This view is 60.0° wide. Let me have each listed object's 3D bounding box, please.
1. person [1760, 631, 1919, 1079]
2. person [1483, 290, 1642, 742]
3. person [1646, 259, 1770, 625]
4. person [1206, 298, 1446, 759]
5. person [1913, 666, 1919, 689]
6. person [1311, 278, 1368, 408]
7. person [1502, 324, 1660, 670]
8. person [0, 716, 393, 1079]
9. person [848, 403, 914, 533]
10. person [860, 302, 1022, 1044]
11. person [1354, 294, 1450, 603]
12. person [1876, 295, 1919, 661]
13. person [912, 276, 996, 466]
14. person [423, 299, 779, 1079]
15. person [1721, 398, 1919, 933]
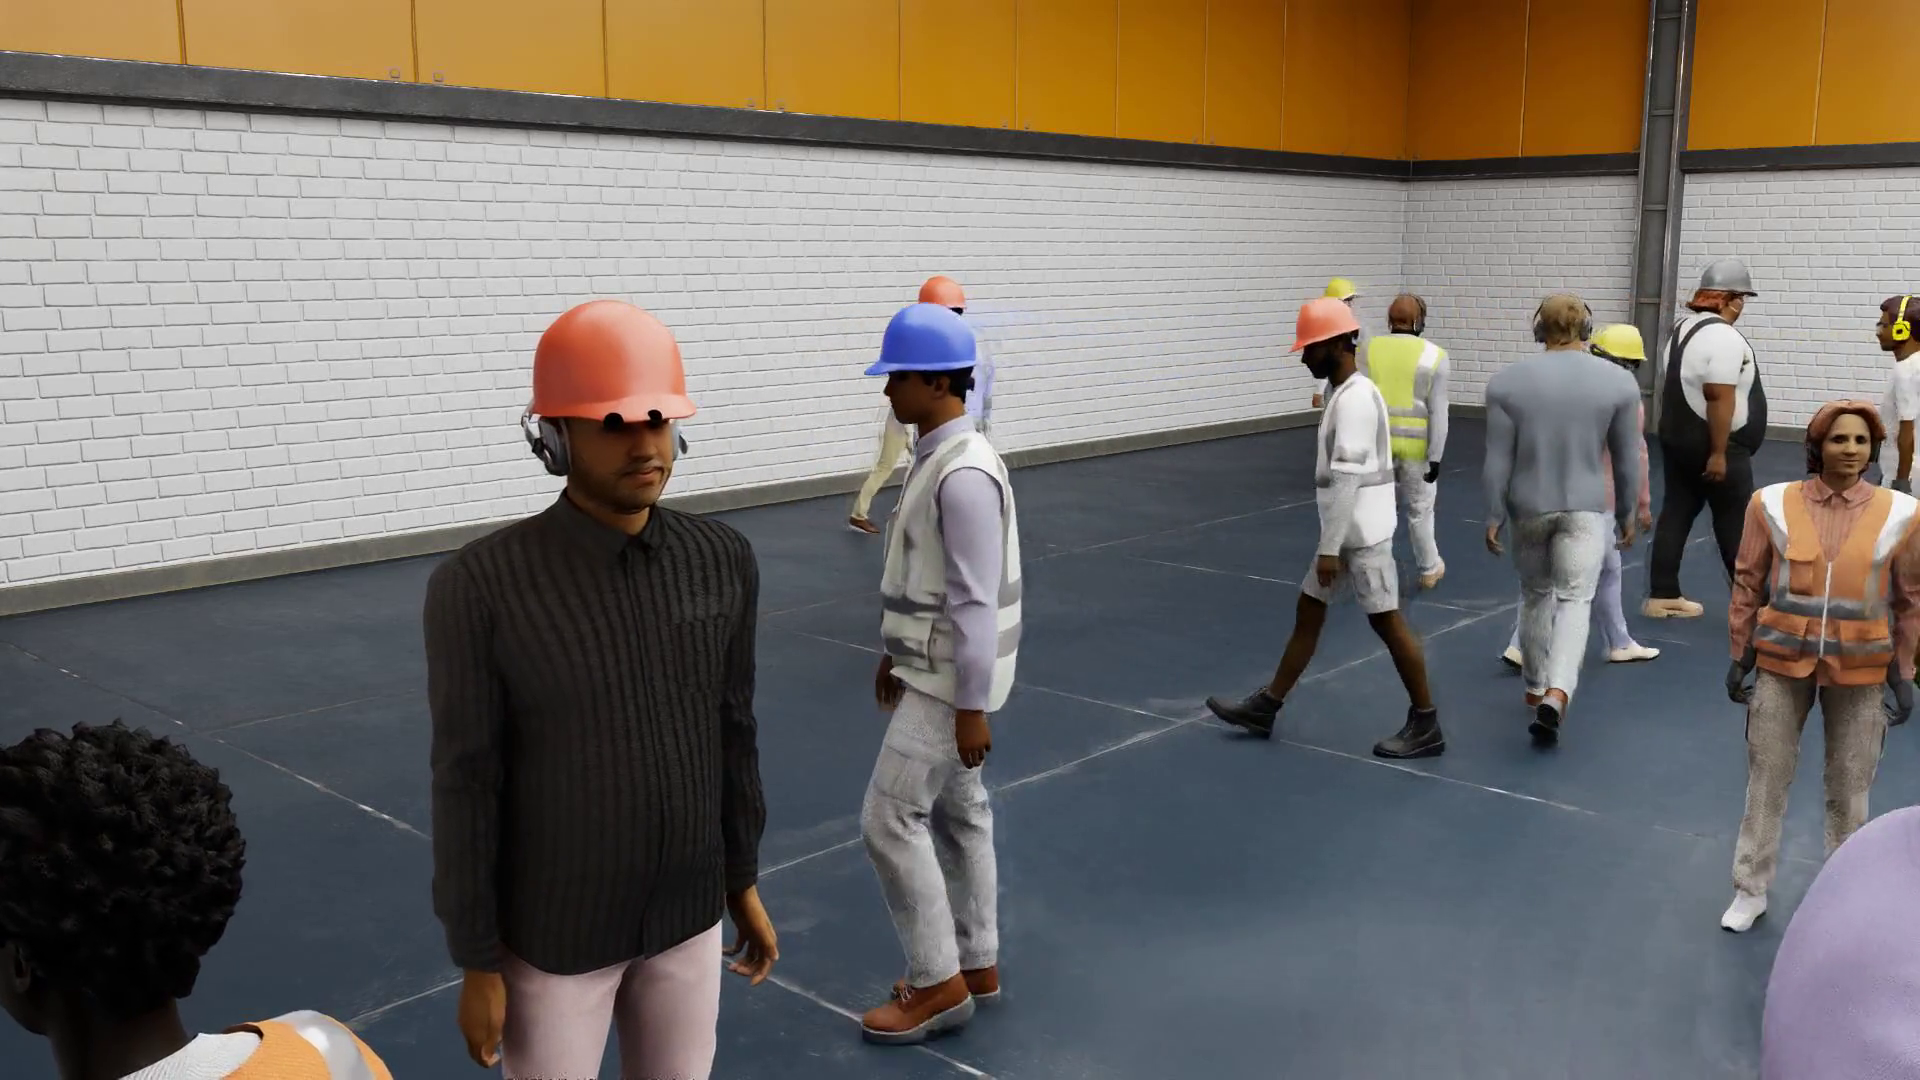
[{"bbox_3d":[0.782,0.896,1.409,1.012,1.899,0.640,5,11,25],"label":"person"},{"bbox_3d":[2.554,-0.108,7.113,0.644,1.909,0.913,4,11,22],"label":"person"},{"bbox_3d":[4.264,-0.551,9.217,0.807,2.000,0.705,0,10,-2],"label":"person"},{"bbox_3d":[1.547,-0.043,6.809,1.013,1.863,0.632,1,10,8],"label":"person"},{"bbox_3d":[4.596,-0.089,7.430,0.505,1.754,0.528,4,11,23],"label":"person"},{"bbox_3d":[3.230,-1.320,14.226,0.417,1.818,0.592,7,12,36],"label":"person"},{"bbox_3d":[3.056,-0.188,8.092,0.920,1.713,0.516,-2,10,-11],"label":"person"},{"bbox_3d":[-0.683,0.988,1.460,0.319,1.690,0.531,3,11,19],"label":"person"},{"bbox_3d":[-0.406,-0.790,11.946,0.928,1.558,0.505,3,11,19],"label":"person"},{"bbox_3d":[-0.114,0.349,4.399,0.550,1.932,0.625,-1,10,-4],"label":"person"},{"bbox_3d":[2.633,-0.552,9.915,0.628,1.802,0.919,6,11,30],"label":"person"},{"bbox_3d":[4.561,-0.286,8.281,0.800,1.839,0.552,9,13,42],"label":"person"},{"bbox_3d":[-0.077,-0.354,8.396,0.377,1.932,0.551,9,14,42],"label":"person"},{"bbox_3d":[-0.555,0.610,2.737,0.612,1.994,0.394,-9,14,-43],"label":"person"},{"bbox_3d":[2.565,0.394,4.962,0.521,1.645,0.306,6,11,29],"label":"person"}]
